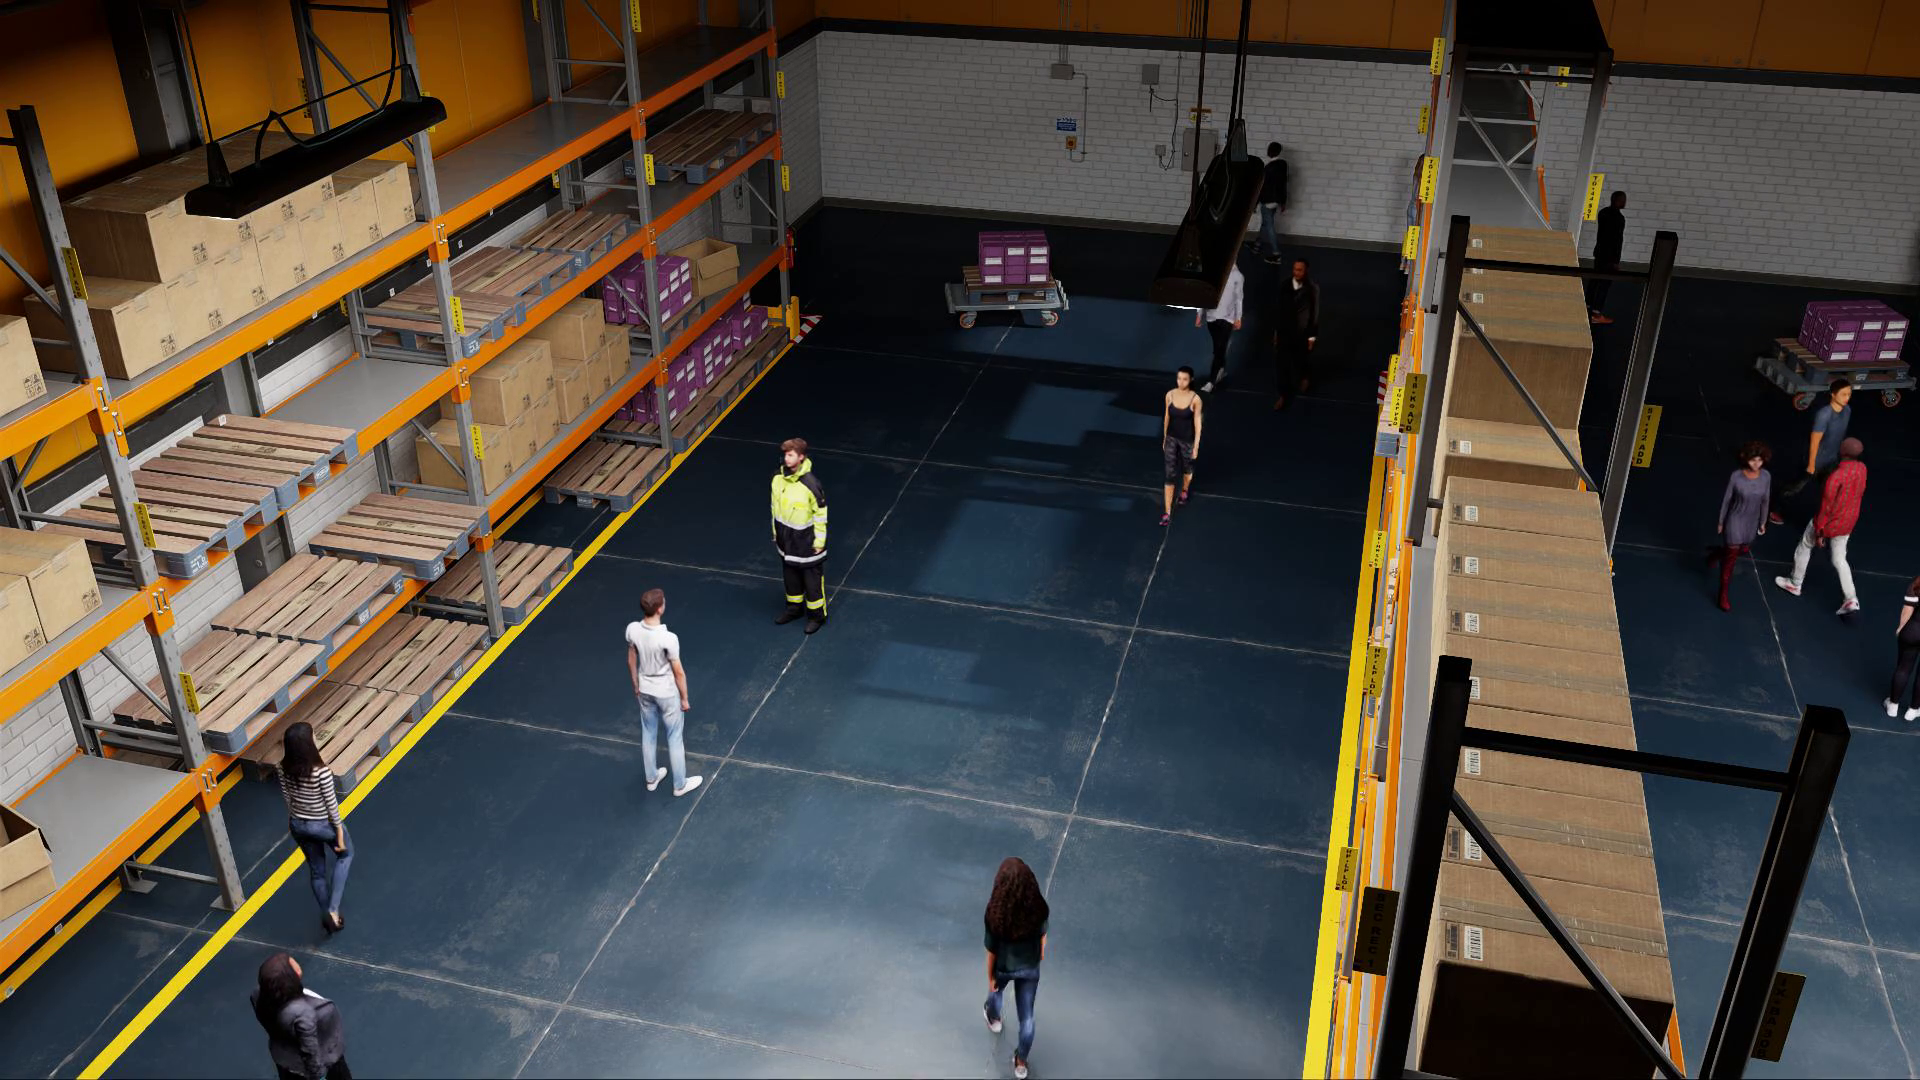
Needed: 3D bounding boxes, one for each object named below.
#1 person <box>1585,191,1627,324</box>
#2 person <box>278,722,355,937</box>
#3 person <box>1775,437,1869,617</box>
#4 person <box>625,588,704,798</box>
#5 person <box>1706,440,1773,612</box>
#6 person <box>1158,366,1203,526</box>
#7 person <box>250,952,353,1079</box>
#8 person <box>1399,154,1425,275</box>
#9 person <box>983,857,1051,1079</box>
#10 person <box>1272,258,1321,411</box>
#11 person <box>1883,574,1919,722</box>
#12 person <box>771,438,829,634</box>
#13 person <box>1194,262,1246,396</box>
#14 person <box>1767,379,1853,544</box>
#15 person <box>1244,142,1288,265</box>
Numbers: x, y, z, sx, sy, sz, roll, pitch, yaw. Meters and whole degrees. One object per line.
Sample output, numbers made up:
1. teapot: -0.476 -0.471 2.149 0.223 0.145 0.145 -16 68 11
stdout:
1. person: 8.863 -3.898 22.815 0.836 1.819 0.690 -4 29 -7
2. person: -4.618 2.125 11.809 0.634 1.785 0.668 4 29 8
3. person: 8.439 -0.126 15.924 1.073 1.796 1.286 -8 30 -14
4. person: -2.423 1.225 13.391 0.694 1.850 0.596 13 31 22
5. person: 7.562 -0.197 16.166 0.793 1.690 1.069 -1 29 -2
6. person: 2.400 -1.060 17.758 0.694 1.680 1.156 12 31 20
7. person: -4.040 3.182 10.110 0.787 1.557 1.092 13 31 23
8. person: 6.738 -4.822 24.534 0.718 1.796 0.599 -7 29 -13
9. person: 0.382 2.810 10.758 0.805 1.591 0.988 -3 29 -5
10. person: 4.103 -2.533 20.244 0.899 1.886 1.141 17 33 29
11. person: 8.337 0.810 14.373 0.673 1.639 0.671 16 33 27
12. person: -1.493 -0.069 15.626 0.849 1.982 0.789 18 34 30
13. person: 3.276 -2.799 20.749 0.892 1.869 1.266 15 32 25
14. person: 8.853 -0.864 17.318 1.146 1.756 1.244 -14 31 -24
15. person: 4.707 -5.014 24.899 1.168 1.782 1.152 -21 35 -34
